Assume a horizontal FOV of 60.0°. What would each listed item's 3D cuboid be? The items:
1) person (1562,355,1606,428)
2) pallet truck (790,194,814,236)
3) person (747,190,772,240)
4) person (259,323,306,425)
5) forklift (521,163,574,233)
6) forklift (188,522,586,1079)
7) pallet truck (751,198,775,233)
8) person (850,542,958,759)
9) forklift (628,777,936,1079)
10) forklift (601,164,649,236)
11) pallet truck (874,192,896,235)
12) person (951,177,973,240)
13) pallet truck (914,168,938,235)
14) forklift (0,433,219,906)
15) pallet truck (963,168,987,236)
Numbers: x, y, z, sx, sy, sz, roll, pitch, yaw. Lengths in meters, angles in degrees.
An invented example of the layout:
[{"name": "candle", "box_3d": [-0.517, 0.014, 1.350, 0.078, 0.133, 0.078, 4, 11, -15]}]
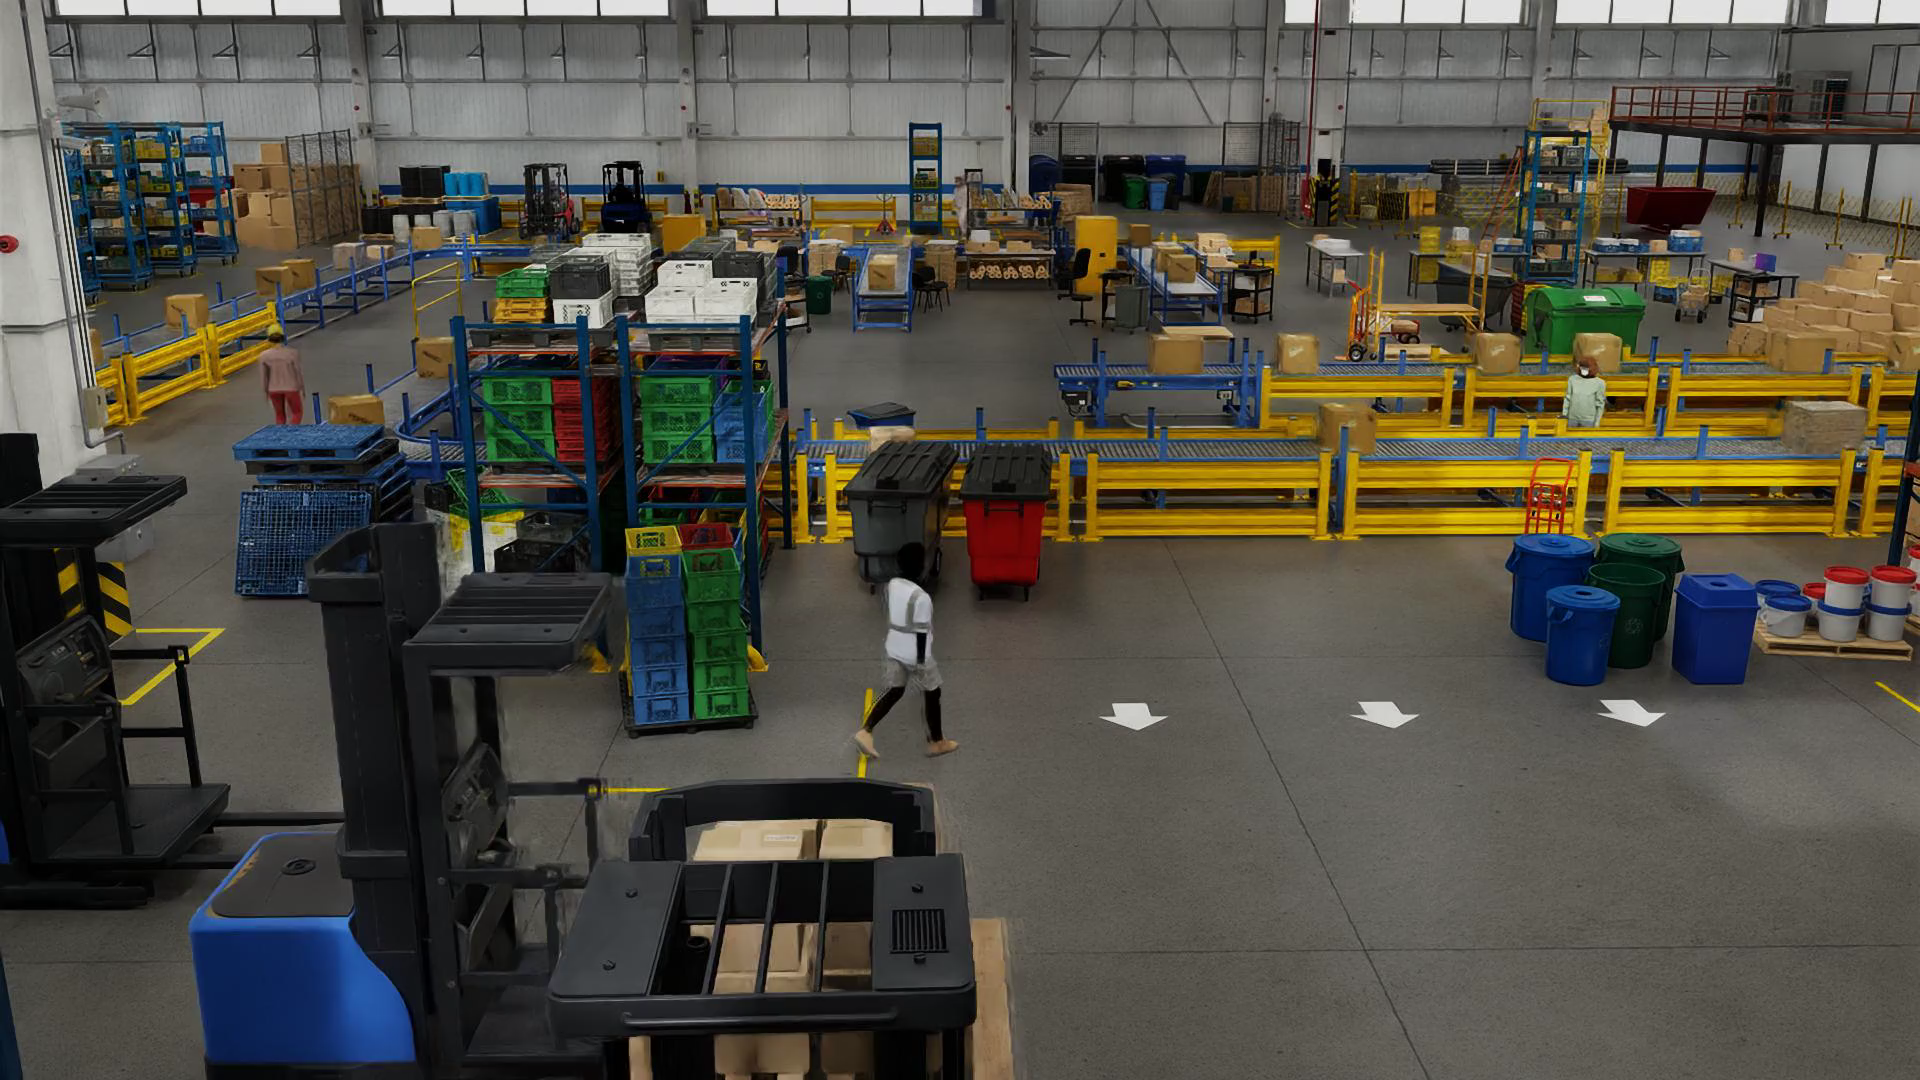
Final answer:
[{"name": "person", "box_3d": [7.613, -1.460, 20.374, 0.498, 1.632, 0.289, 14, 21, 40]}, {"name": "pallet truck", "box_3d": [-4.814, -9.883, 50.259, 0.704, 1.261, 1.522, -1, 16, -3]}, {"name": "person", "box_3d": [-4.904, -7.544, 40.784, 0.607, 2.048, 0.366, -1, 16, -5]}, {"name": "person", "box_3d": [-8.947, -1.991, 22.004, 0.542, 1.750, 0.367, -3, 16, -10]}, {"name": "forklift", "box_3d": [-12.233, -10.122, 49.298, 1.157, 1.987, 2.680, 0, 16, -1]}, {"name": "forklift", "box_3d": [-2.811, 1.360, 8.348, 1.873, 2.768, 1.129, 0, 16, -1]}, {"name": "pallet truck", "box_3d": [-6.051, -9.967, 50.660, 0.680, 1.201, 1.601, 0, 16, -1]}, {"name": "person", "box_3d": [-0.420, 0.831, 12.338, 0.753, 1.668, 0.525, -13, 20, -37]}, {"name": "forklift", "box_3d": [-0.542, 2.165, 5.552, 1.129, 2.768, 1.873, -1, 16, -2]}, {"name": "forklift", "box_3d": [-9.948, -10.127, 49.296, 1.157, 1.987, 2.680, -1, 16, -3]}, {"name": "pallet truck", "box_3d": [-2.277, -9.986, 50.594, 0.653, 1.274, 1.630, 0, 16, -1]}, {"name": "person", "box_3d": [0.025, -9.558, 48.125, 0.786, 1.860, 0.703, -12, 20, -35]}, {"name": "pallet truck", "box_3d": [-0.989, -10.316, 50.507, 0.823, 1.965, 1.885, 1, 16, 3]}, {"name": "forklift", "box_3d": [-5.952, 0.780, 10.366, 1.873, 2.768, 1.129, 0, 16, -1]}, {"name": "pallet truck", "box_3d": [0.383, -10.230, 50.206, 0.823, 1.965, 1.885, -1, 16, -3]}]
